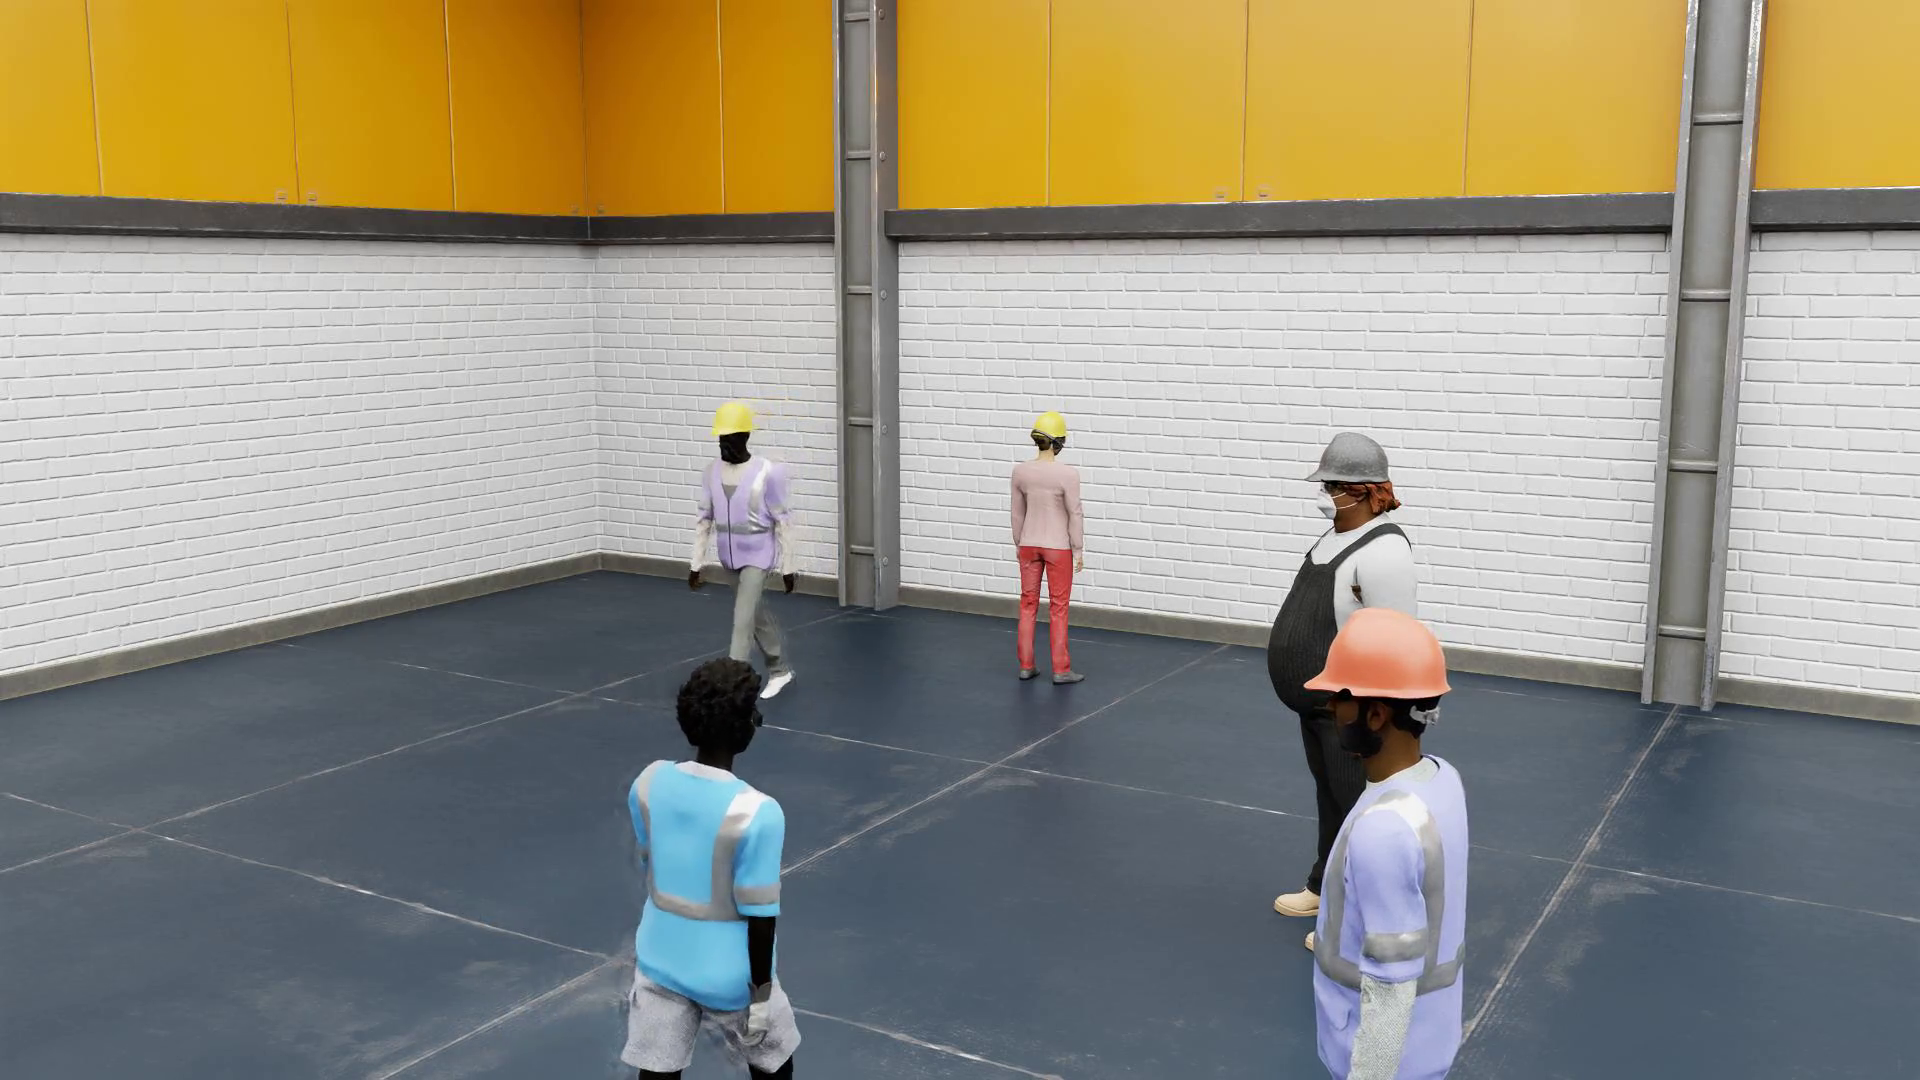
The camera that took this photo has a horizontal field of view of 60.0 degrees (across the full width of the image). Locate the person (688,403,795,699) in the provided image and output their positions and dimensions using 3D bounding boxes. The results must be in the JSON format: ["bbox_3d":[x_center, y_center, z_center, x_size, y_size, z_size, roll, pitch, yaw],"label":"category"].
[{"bbox_3d":[-1.304,0.104,10.085,0.606,1.885,0.975,6,11,32],"label":"person"}]

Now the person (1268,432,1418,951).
[{"bbox_3d":[1.482,0.588,6.549,0.538,2.000,0.683,-1,9,-6],"label":"person"}]

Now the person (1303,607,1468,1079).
[{"bbox_3d":[0.904,1.105,3.647,0.361,1.935,0.553,4,10,25],"label":"person"}]

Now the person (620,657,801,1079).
[{"bbox_3d":[-0.678,1.127,4.388,0.533,1.654,0.864,6,11,31],"label":"person"}]

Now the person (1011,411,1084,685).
[{"bbox_3d":[0.570,0.054,10.741,0.525,1.769,0.315,6,11,33],"label":"person"}]
